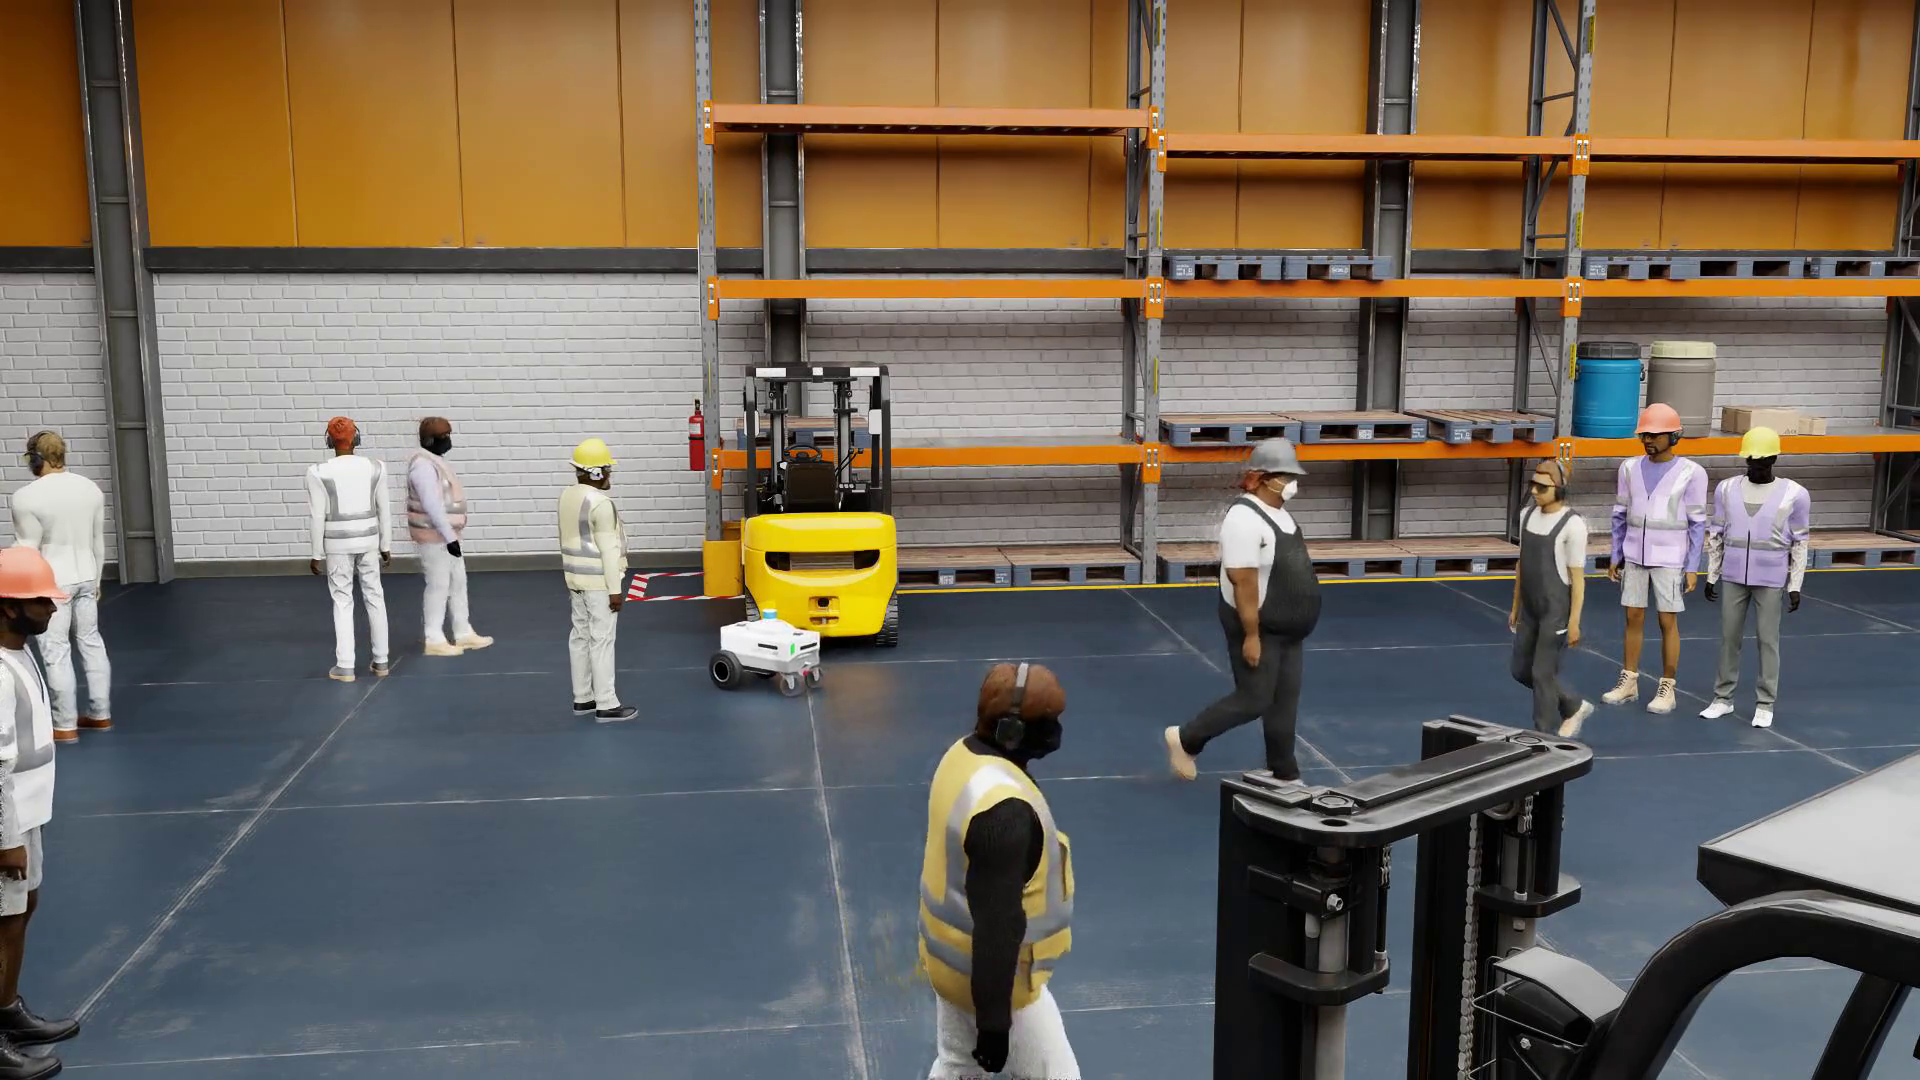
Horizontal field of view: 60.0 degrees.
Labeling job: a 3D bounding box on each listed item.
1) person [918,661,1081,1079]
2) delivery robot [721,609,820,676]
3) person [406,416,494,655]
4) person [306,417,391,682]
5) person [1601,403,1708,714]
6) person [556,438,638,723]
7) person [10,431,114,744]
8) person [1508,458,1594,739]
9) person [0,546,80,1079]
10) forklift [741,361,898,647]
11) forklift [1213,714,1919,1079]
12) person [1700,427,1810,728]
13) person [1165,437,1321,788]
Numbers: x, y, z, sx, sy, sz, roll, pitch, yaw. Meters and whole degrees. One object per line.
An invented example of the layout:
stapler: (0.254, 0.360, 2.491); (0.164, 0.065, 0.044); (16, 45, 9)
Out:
person: (0.105, 1.225, 4.759); (0.508, 1.815, 0.739); (-2, 9, -12)
delivery robot: (-1.315, 0.723, 11.540); (0.707, 0.478, 0.477); (6, 11, 34)
person: (-3.858, -0.026, 12.577); (0.592, 1.828, 0.657); (-1, 9, -7)
person: (-4.330, 0.062, 11.823); (0.576, 1.883, 0.352); (-7, 12, -38)
person: (4.561, 0.121, 10.960); (0.379, 2.041, 0.616); (-7, 12, -39)
person: (-2.352, 0.259, 10.752); (0.403, 1.833, 0.591); (-8, 12, -42)
person: (-5.547, 0.290, 10.282); (0.368, 1.931, 0.625); (3, 10, 18)
person: (3.508, 0.418, 9.779); (0.582, 1.826, 0.526); (-3, 10, -19)
person: (-3.391, 0.980, 6.005); (0.434, 1.924, 0.556); (-3, 10, -18)
forklift: (-1.154, -0.340, 13.365); (1.214, 2.155, 2.313); (-1, 9, -7)
forklift: (1.441, 1.425, 2.350); (1.214, 2.155, 2.313); (-7, 12, -39)
person: (5.060, 0.235, 10.615); (0.594, 1.923, 0.381); (9, 13, 43)
person: (1.587, 0.420, 9.099); (0.772, 2.000, 0.681); (6, 11, 31)
